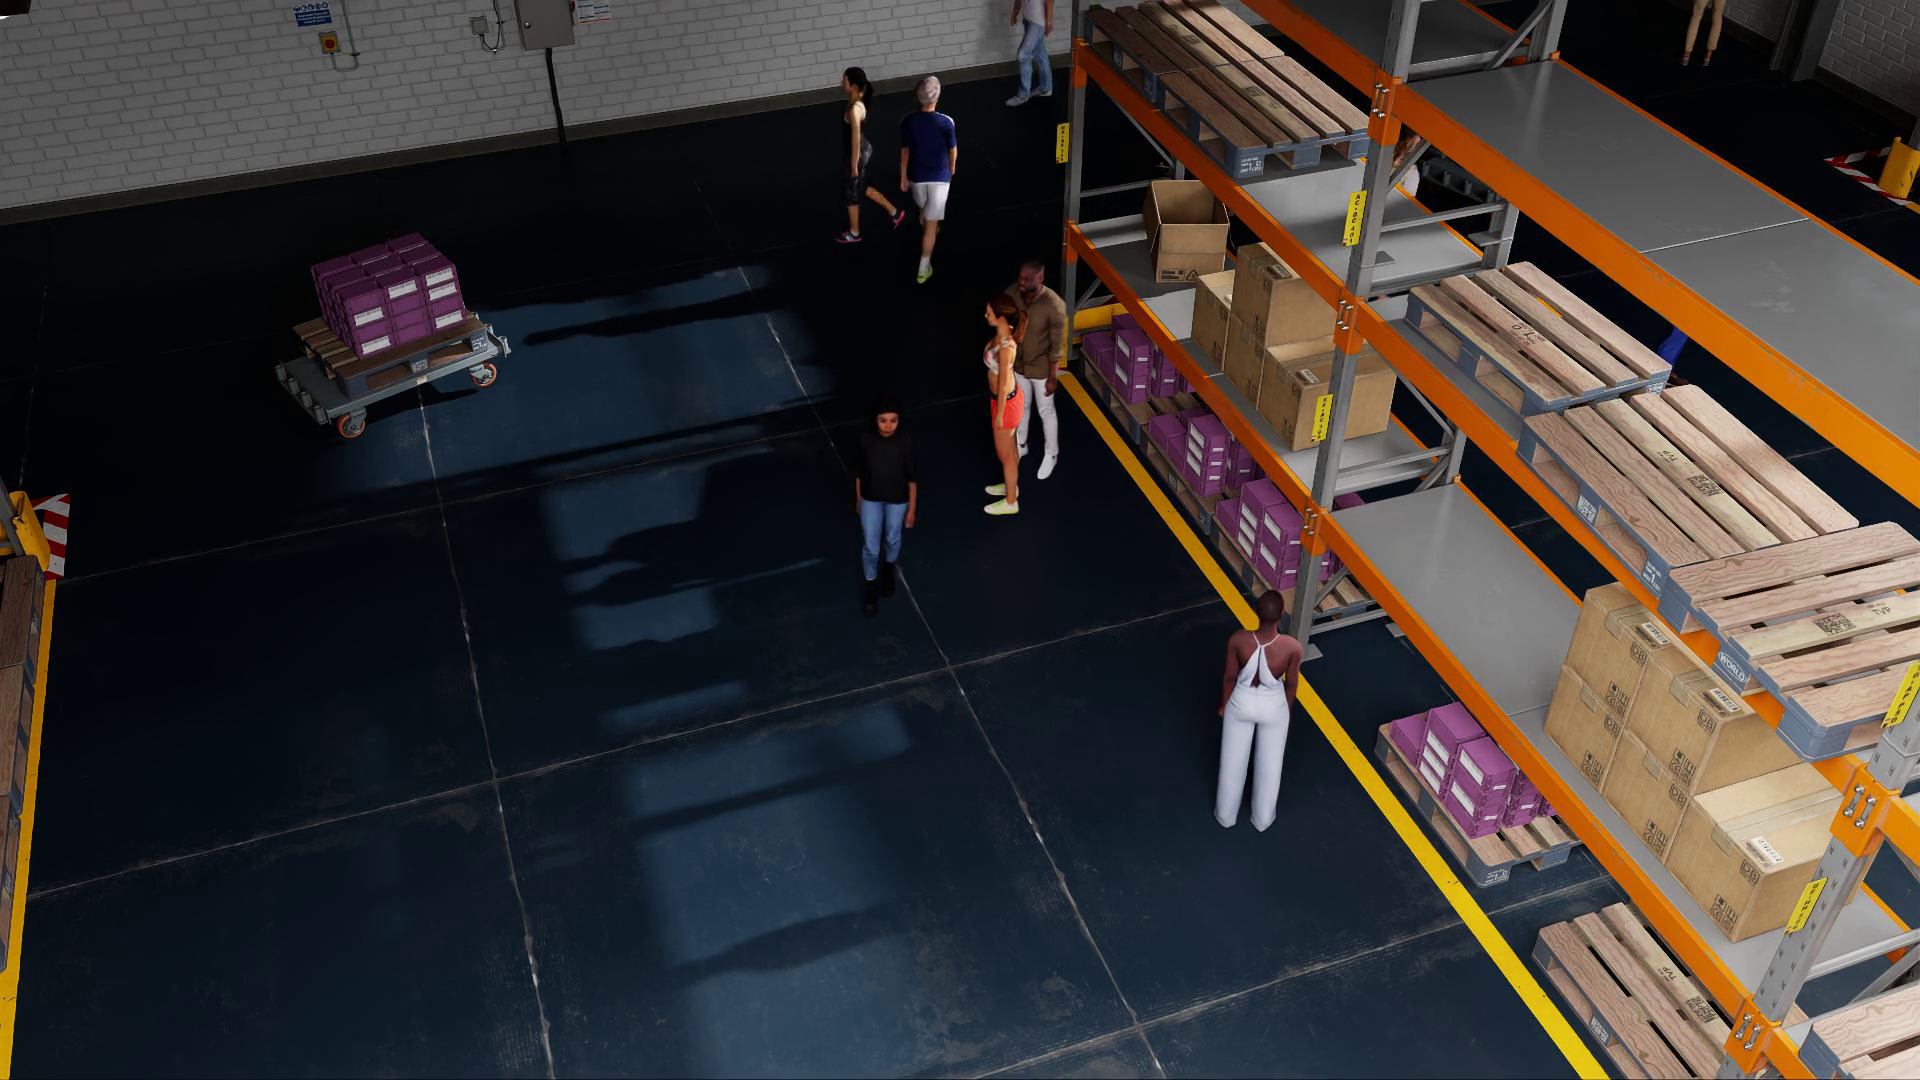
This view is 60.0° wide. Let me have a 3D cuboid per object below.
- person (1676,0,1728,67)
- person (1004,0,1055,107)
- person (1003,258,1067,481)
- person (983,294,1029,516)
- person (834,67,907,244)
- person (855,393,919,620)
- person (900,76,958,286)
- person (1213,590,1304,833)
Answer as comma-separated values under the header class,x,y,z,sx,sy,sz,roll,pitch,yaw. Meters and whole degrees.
class,x,y,z,sx,sy,sz,roll,pitch,yaw
person,8.402,-6.206,18.483,0.690,1.854,0.667,1,39,1
person,0.885,-5.565,17.696,0.748,1.834,0.782,-11,40,-13
person,0.555,-1.303,12.374,0.748,1.817,0.853,22,44,25
person,0.334,-0.980,11.993,0.700,1.786,0.582,2,39,2
person,-0.852,-3.498,15.207,0.879,1.710,0.935,4,39,4
person,-0.500,-0.320,11.253,0.693,1.680,0.798,-2,39,-3
person,-0.287,-3.128,14.687,1.071,1.781,1.217,11,40,13
person,1.696,0.997,9.520,0.640,1.785,0.640,6,39,8
